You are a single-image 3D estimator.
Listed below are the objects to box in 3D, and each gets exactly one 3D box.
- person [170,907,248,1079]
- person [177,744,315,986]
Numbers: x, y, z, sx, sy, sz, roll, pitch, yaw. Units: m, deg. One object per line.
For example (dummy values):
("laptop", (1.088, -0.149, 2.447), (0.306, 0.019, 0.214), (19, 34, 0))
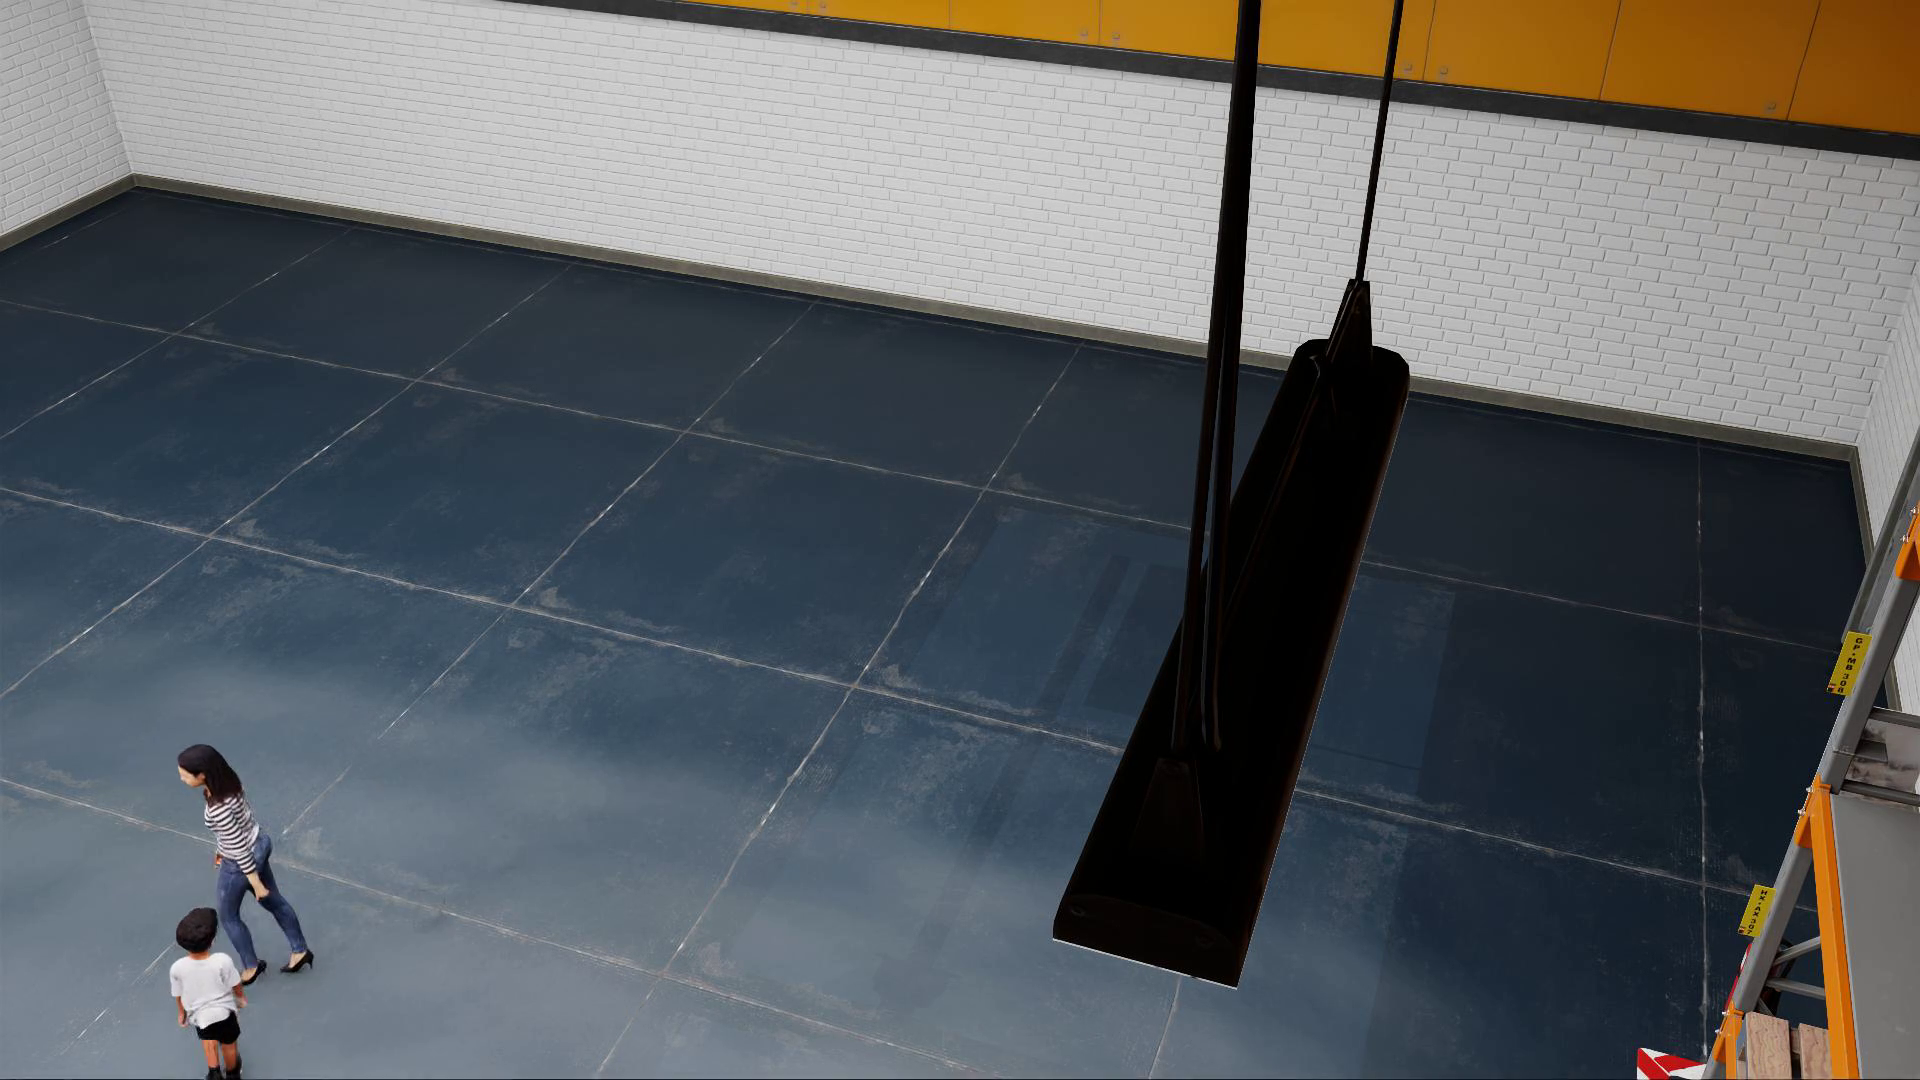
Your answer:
("person", (-4.118, 2.594, 9.149), (0.617, 1.245, 0.667), (-12, 35, -18))
("person", (-4.081, 1.882, 9.749), (0.842, 1.766, 0.794), (-7, 34, -10))
